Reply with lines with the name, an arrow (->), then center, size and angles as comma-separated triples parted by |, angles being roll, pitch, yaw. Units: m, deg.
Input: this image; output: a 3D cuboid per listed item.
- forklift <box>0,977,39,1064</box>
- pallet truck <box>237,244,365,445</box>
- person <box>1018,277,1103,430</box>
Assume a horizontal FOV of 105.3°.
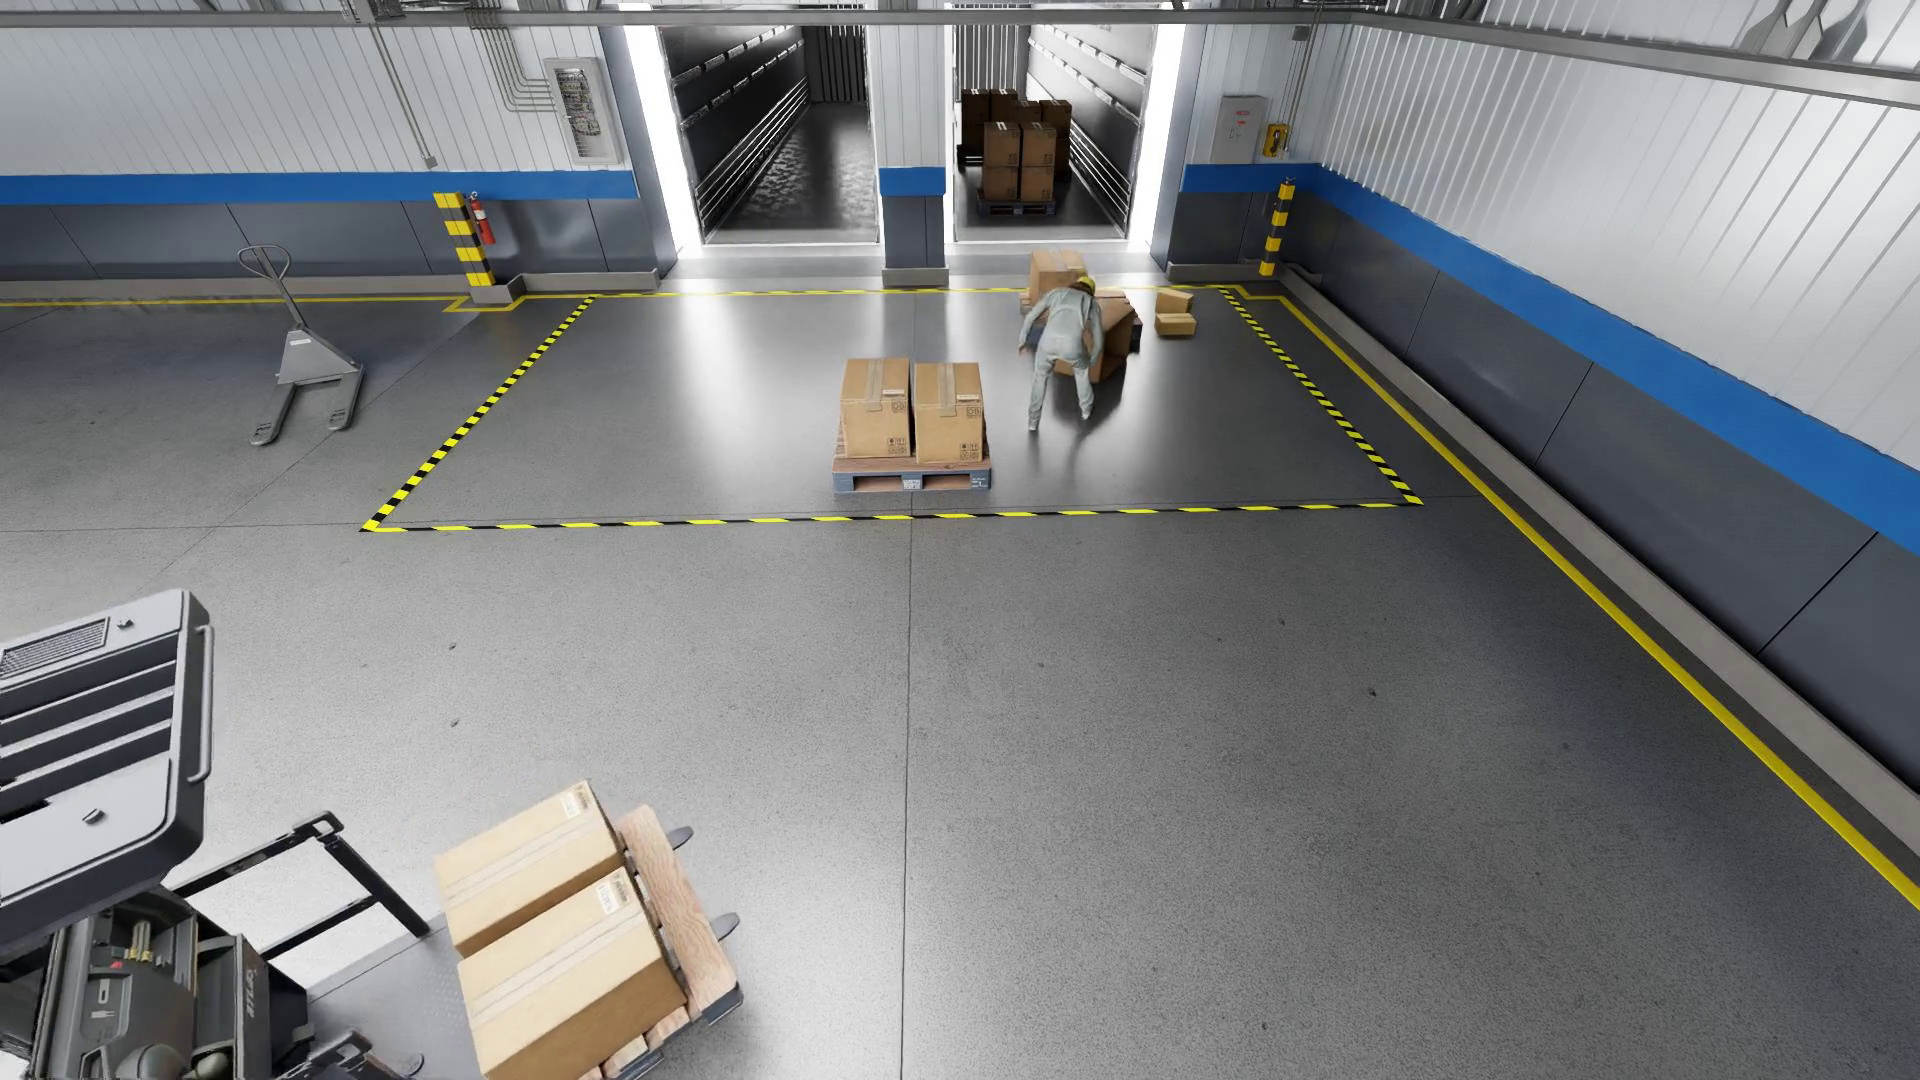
forklift -> -2.242, 1.495, 1.653 | 0.776, 2.013, 0.716 | -26, 45, -29
pallet truck -> -5.915, -1.733, 6.366 | 0.680, 1.201, 1.601 | -18, 42, -21
person -> 0.842, -1.575, 6.245 | 0.697, 1.145, 0.827 | 6, 39, 7
